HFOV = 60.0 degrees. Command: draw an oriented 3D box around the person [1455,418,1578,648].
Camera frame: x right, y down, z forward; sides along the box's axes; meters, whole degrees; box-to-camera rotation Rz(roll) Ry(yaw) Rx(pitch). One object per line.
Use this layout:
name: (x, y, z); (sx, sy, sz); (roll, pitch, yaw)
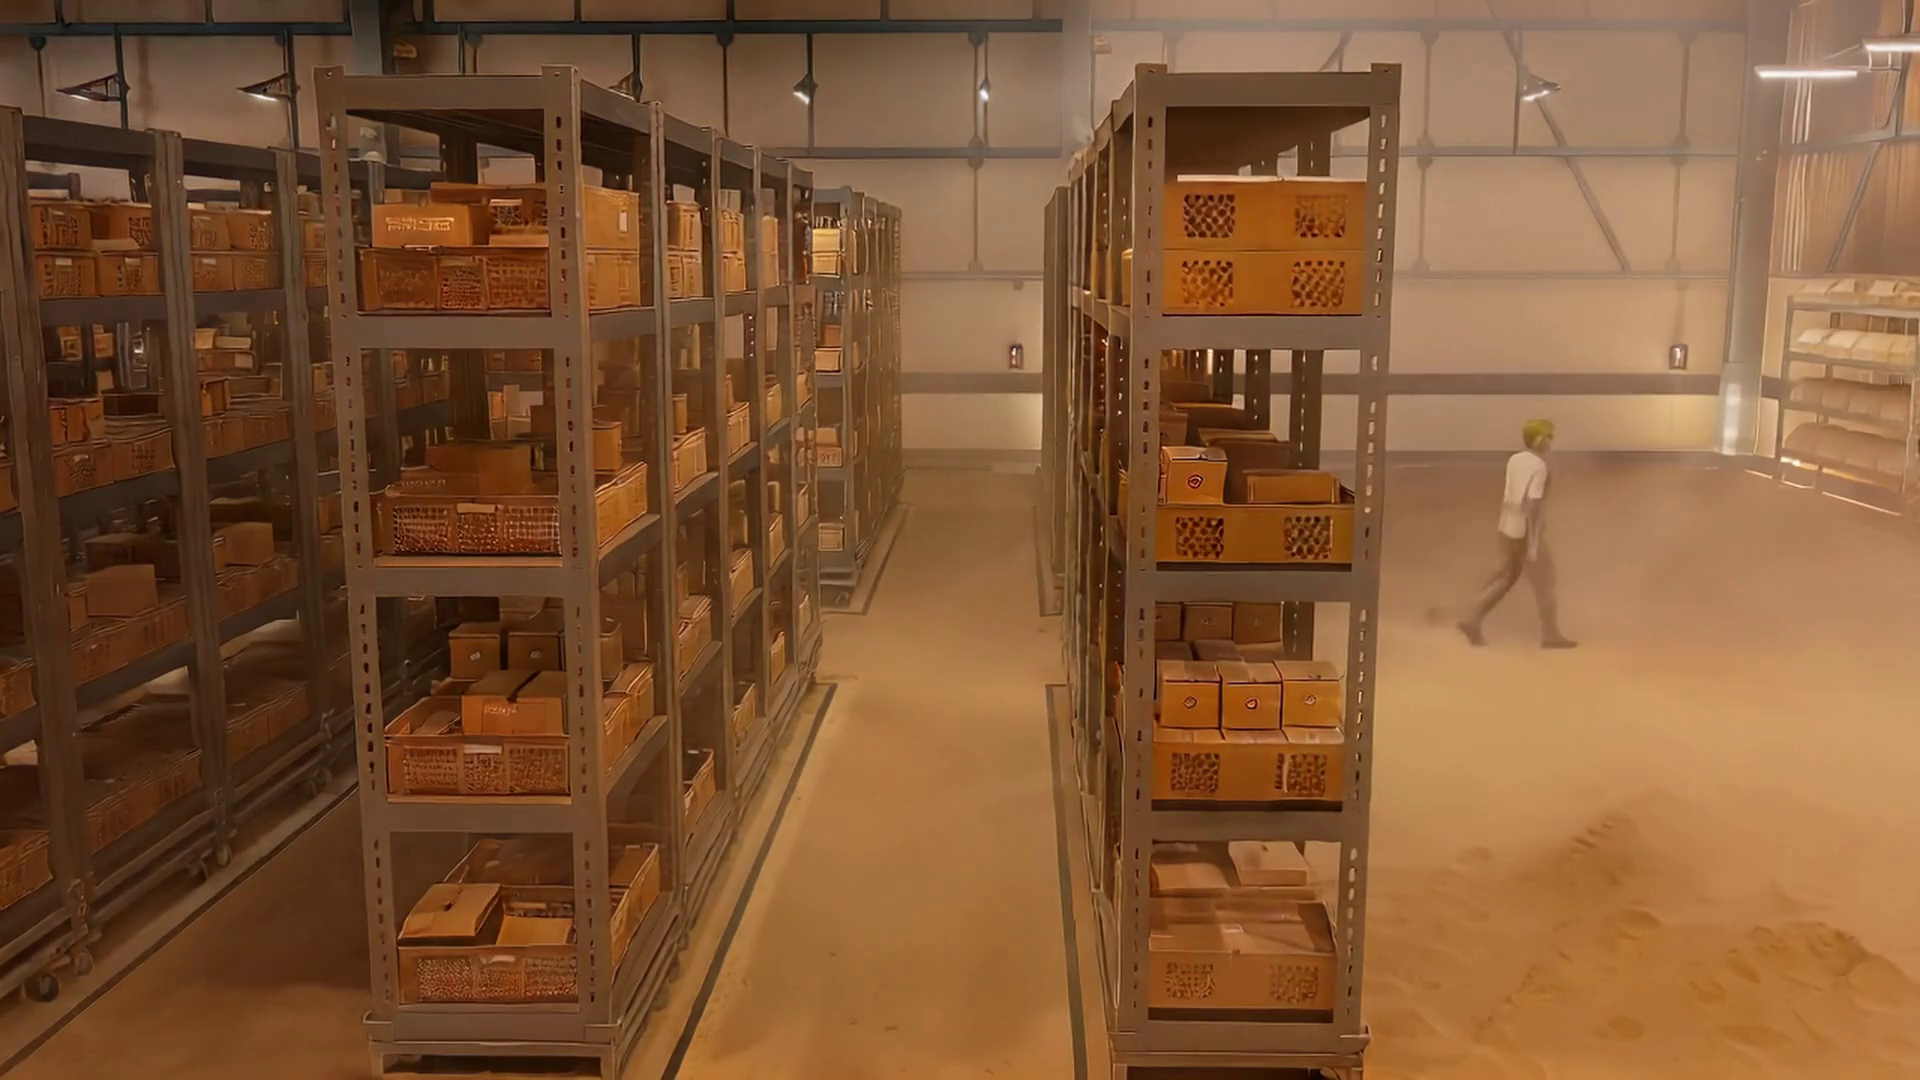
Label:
person: (4.324, -0.049, 12.842); (0.903, 1.815, 0.576); (-1, 10, -4)
